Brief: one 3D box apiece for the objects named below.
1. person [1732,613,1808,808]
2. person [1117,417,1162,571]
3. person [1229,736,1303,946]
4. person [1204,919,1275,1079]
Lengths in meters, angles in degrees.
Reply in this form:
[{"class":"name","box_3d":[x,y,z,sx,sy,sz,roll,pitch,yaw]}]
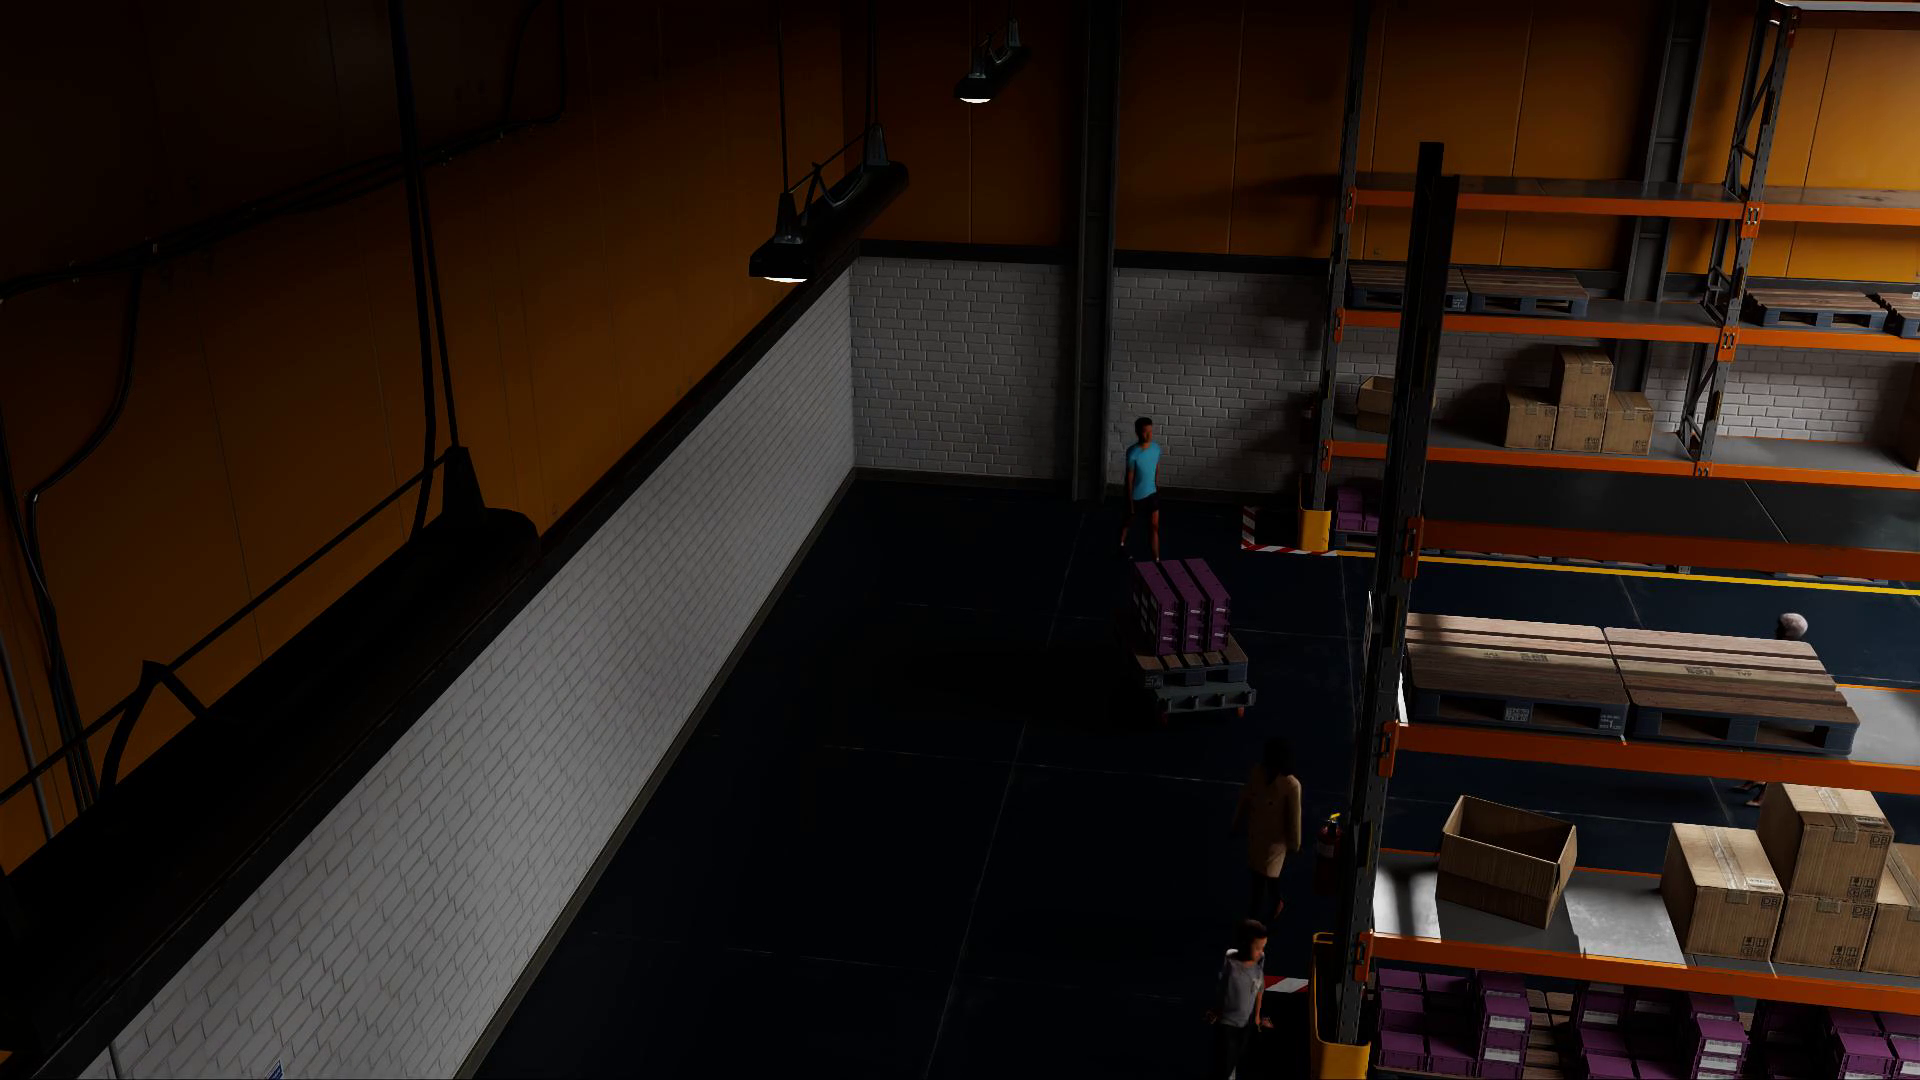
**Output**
[{"class":"person","box_3d":[6.777,1.399,13.813,0.565,1.755,0.662,1,24,2]},{"class":"person","box_3d":[1.915,-0.502,18.207,1.167,1.720,1.160,-12,26,-26]},{"class":"person","box_3d":[2.339,2.153,12.207,0.947,1.661,0.883,-13,27,-28]},{"class":"person","box_3d":[1.752,2.955,10.653,0.793,1.435,0.805,-4,24,-10]}]
